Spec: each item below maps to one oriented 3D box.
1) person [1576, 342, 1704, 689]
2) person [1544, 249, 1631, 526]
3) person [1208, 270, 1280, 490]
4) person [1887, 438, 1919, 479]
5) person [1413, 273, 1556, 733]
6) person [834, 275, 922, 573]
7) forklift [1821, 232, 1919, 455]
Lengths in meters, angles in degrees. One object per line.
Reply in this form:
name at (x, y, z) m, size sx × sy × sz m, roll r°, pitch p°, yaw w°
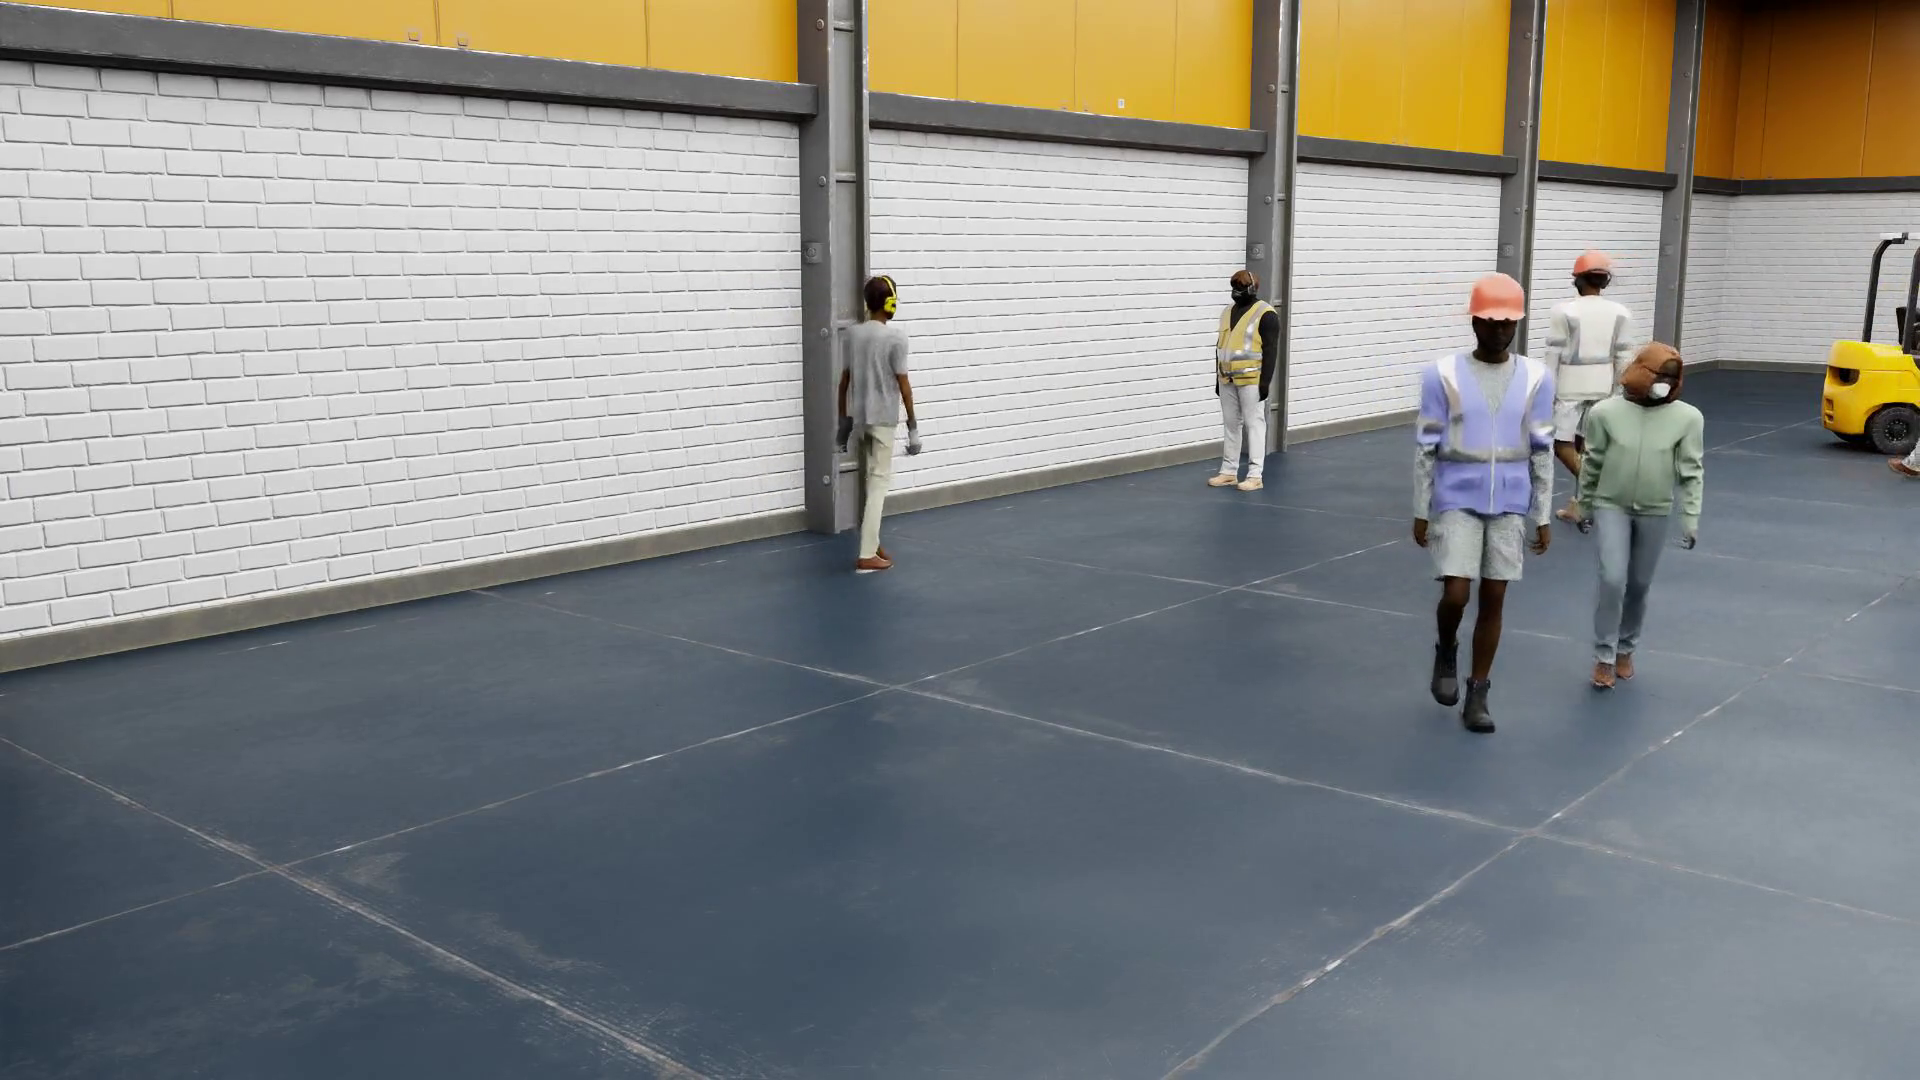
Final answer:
person at (3.116, -0.109, 7.656) m, size 0.516 × 1.600 × 0.663 m, roll 3°, pitch 10°, yaw 15°
person at (4.523, -1.072, 11.973) m, size 0.614 × 2.020 × 0.737 m, roll -2°, pitch 10°, yaw -9°
person at (2.375, -1.344, 14.026) m, size 0.429 × 1.843 × 0.630 m, roll -7°, pitch 12°, yaw -36°
person at (8.583, -1.401, 14.248) m, size 0.639 × 1.886 × 1.033 m, roll -3°, pitch 11°, yaw -18°
person at (2.202, -0.153, 7.004) m, size 0.562 × 1.923 × 0.441 m, roll 1°, pitch 10°, yaw 4°
person at (-0.480, -0.725, 10.447) m, size 0.548 × 1.851 × 0.551 m, roll 9°, pitch 13°, yaw 41°
forklift at (9.955, -1.972, 16.595) m, size 2.313 × 2.155 × 1.214 m, roll 1°, pitch 10°, yaw 8°
